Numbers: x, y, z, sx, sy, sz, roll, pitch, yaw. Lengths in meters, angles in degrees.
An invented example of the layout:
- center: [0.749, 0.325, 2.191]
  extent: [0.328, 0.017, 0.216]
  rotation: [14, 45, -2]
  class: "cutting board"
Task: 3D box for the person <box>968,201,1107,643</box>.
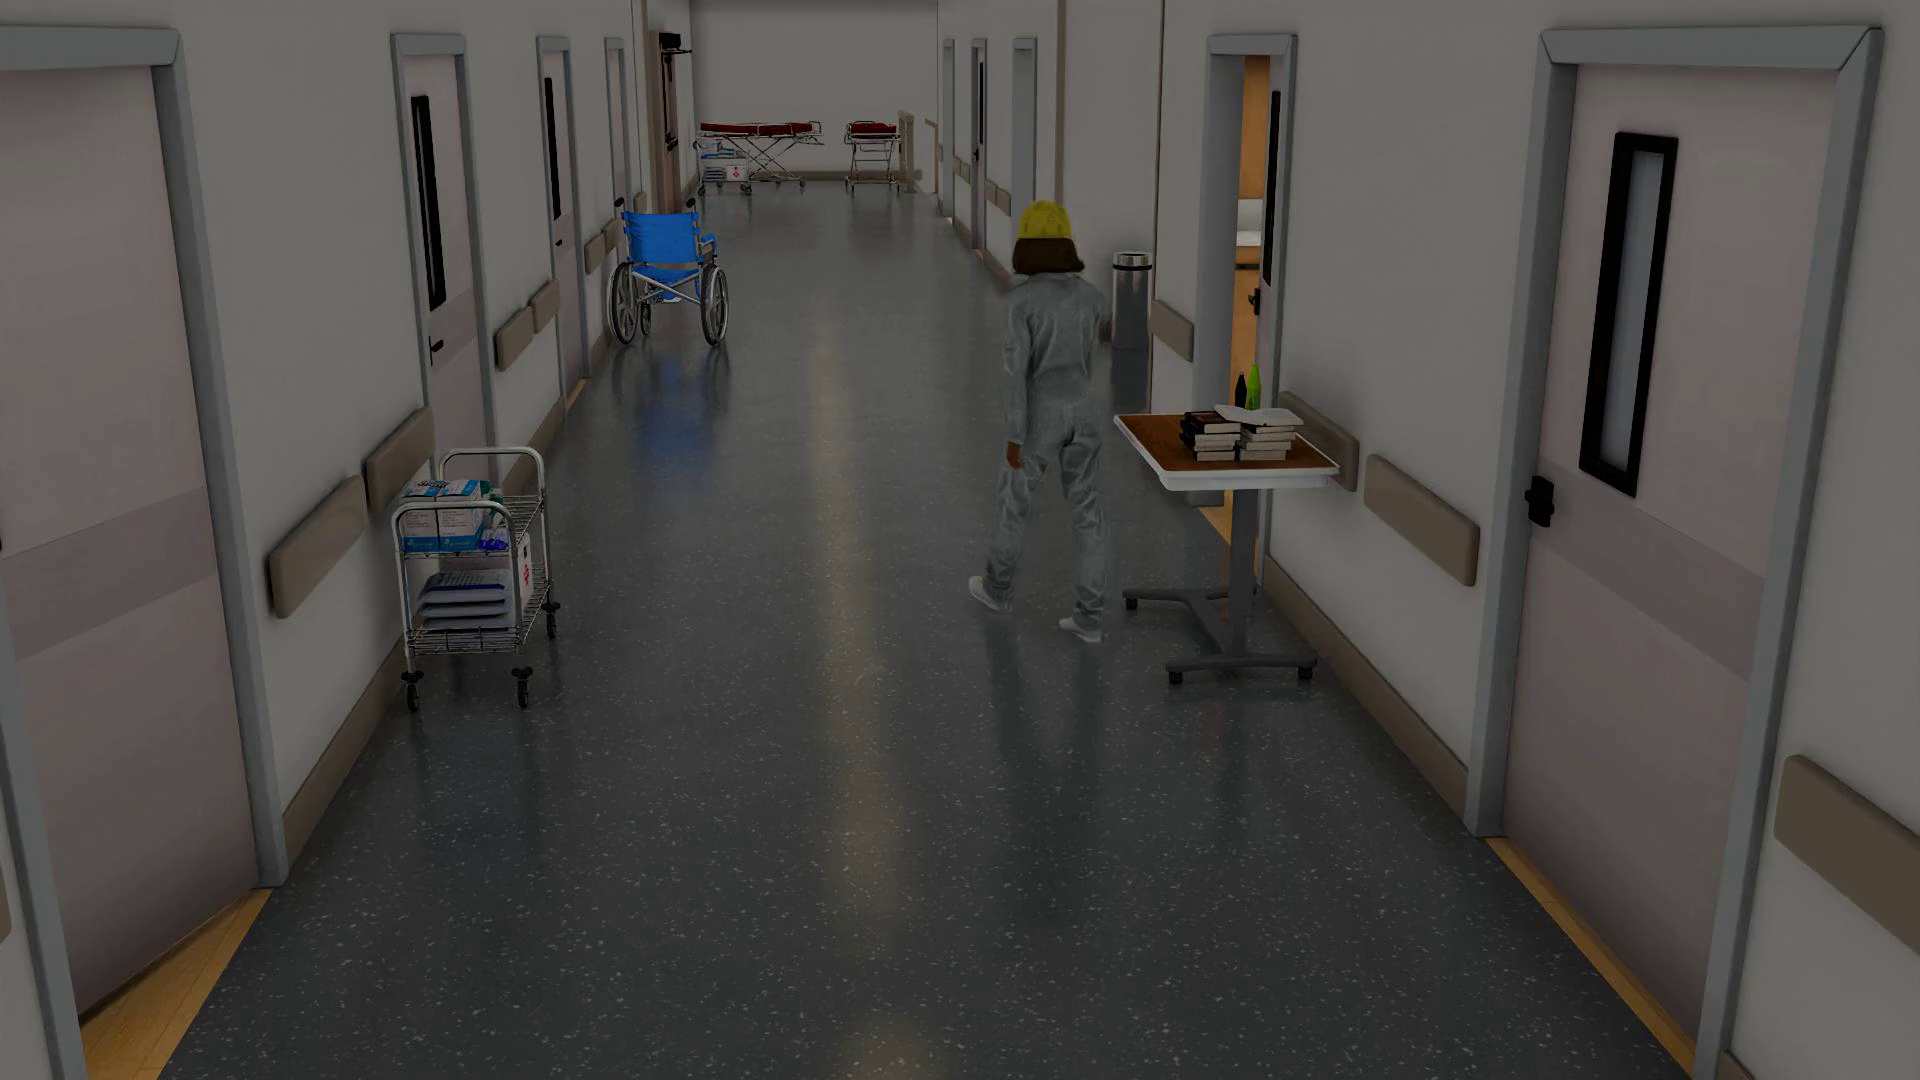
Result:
- center: [0.317, -0.479, 6.624]
  extent: [0.497, 1.700, 0.832]
  rotation: [-9, 19, -29]
  class: "person"
